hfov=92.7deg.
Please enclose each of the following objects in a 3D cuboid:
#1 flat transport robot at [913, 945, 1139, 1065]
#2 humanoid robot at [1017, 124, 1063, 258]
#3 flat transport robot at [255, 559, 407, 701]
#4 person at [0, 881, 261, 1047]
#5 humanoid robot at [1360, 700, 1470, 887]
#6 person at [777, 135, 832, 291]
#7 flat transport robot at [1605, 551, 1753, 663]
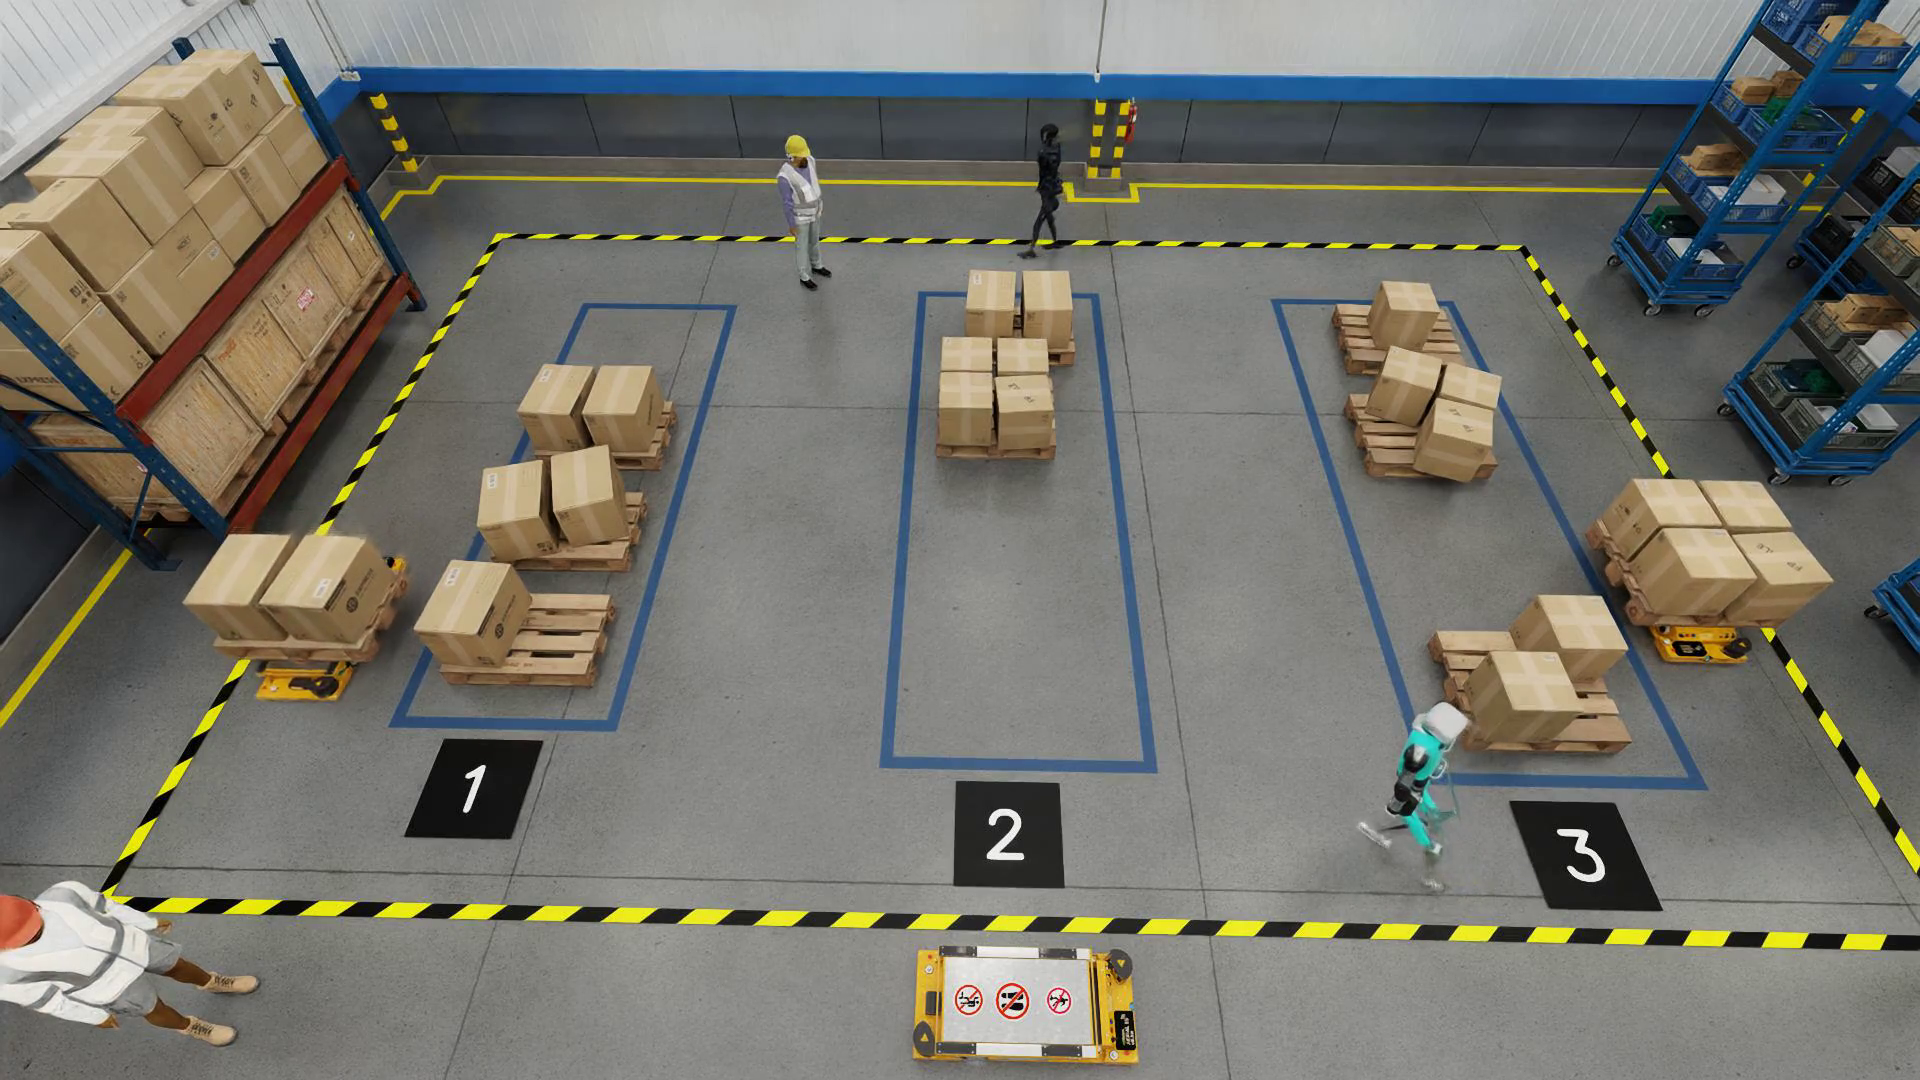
[{"bbox_3d":[0.422,3.041,6.007,1.431,0.231,0.659,1,51,1],"label":"flat transport robot"},{"bbox_3d":[0.999,-4.186,11.000,0.646,1.632,0.614,-8,51,-6],"label":"humanoid robot"},{"bbox_3d":[-5.410,0.711,7.888,0.652,0.197,1.431,1,51,1],"label":"flat transport robot"},{"bbox_3d":[-4.874,2.477,5.323,0.369,2.040,0.614,1,51,1],"label":"person"},{"bbox_3d":[3.184,1.762,6.114,0.820,1.802,0.544,34,58,24],"label":"humanoid robot"},{"bbox_3d":[-1.772,-3.769,10.549,0.404,1.830,0.600,24,55,18],"label":"person"},{"bbox_3d":[6.300,0.426,8.120,0.652,0.197,1.431,1,51,1],"label":"flat transport robot"}]
